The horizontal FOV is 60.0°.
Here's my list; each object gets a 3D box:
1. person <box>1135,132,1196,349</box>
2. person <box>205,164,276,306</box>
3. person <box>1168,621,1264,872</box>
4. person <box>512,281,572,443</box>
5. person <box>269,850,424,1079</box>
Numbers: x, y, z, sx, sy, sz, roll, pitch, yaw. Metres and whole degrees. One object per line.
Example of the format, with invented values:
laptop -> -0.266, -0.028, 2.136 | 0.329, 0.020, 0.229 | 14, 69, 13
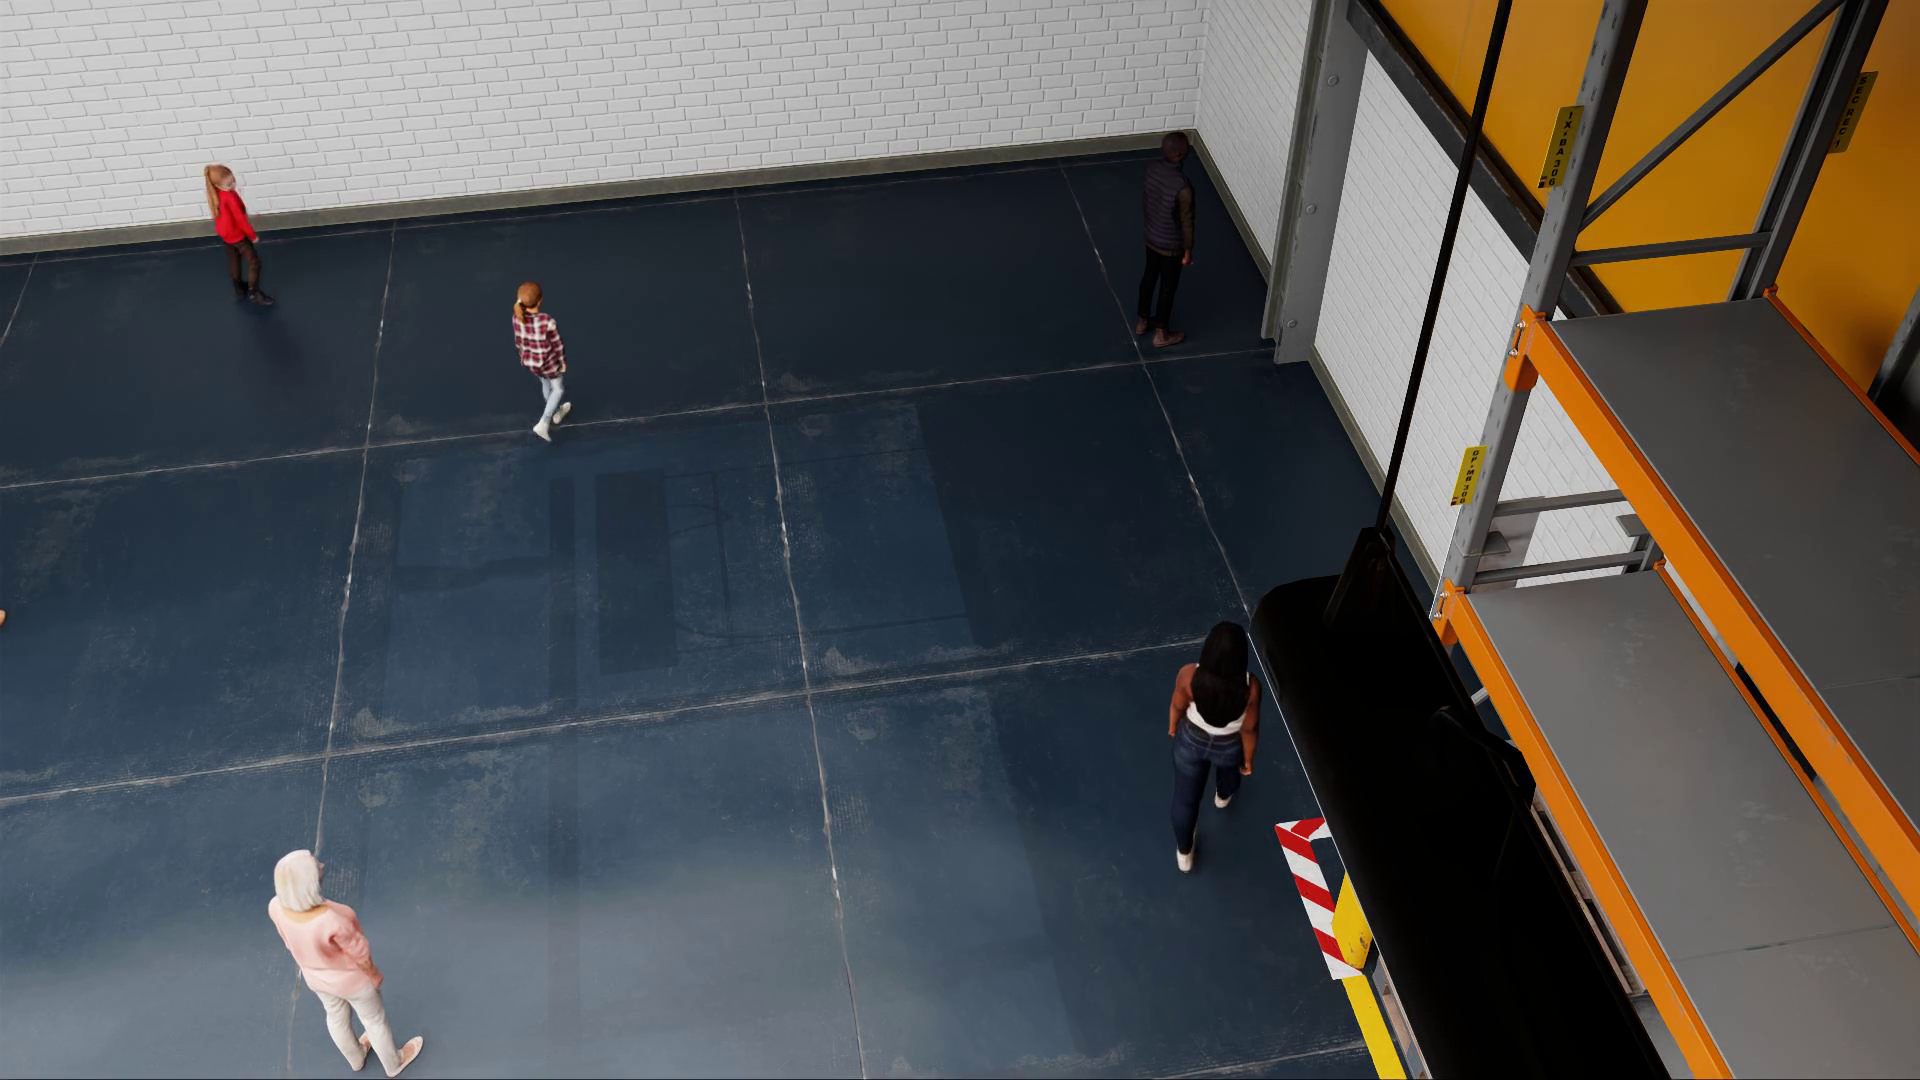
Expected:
person -> 1.586, -2.332, 12.853 | 0.839, 1.835, 0.669 | -25, 49, -24
person -> -5.850, -2.471, 13.417 | 0.609, 1.258, 0.719 | 24, 49, 23
person -> 1.372, 1.197, 9.189 | 0.920, 1.781, 1.106 | 10, 45, 11
person -> -3.081, -1.292, 12.155 | 0.737, 1.293, 0.877 | 12, 45, 13
person -> -3.094, 2.129, 8.252 | 0.674, 1.724, 0.666 | 11, 45, 11
